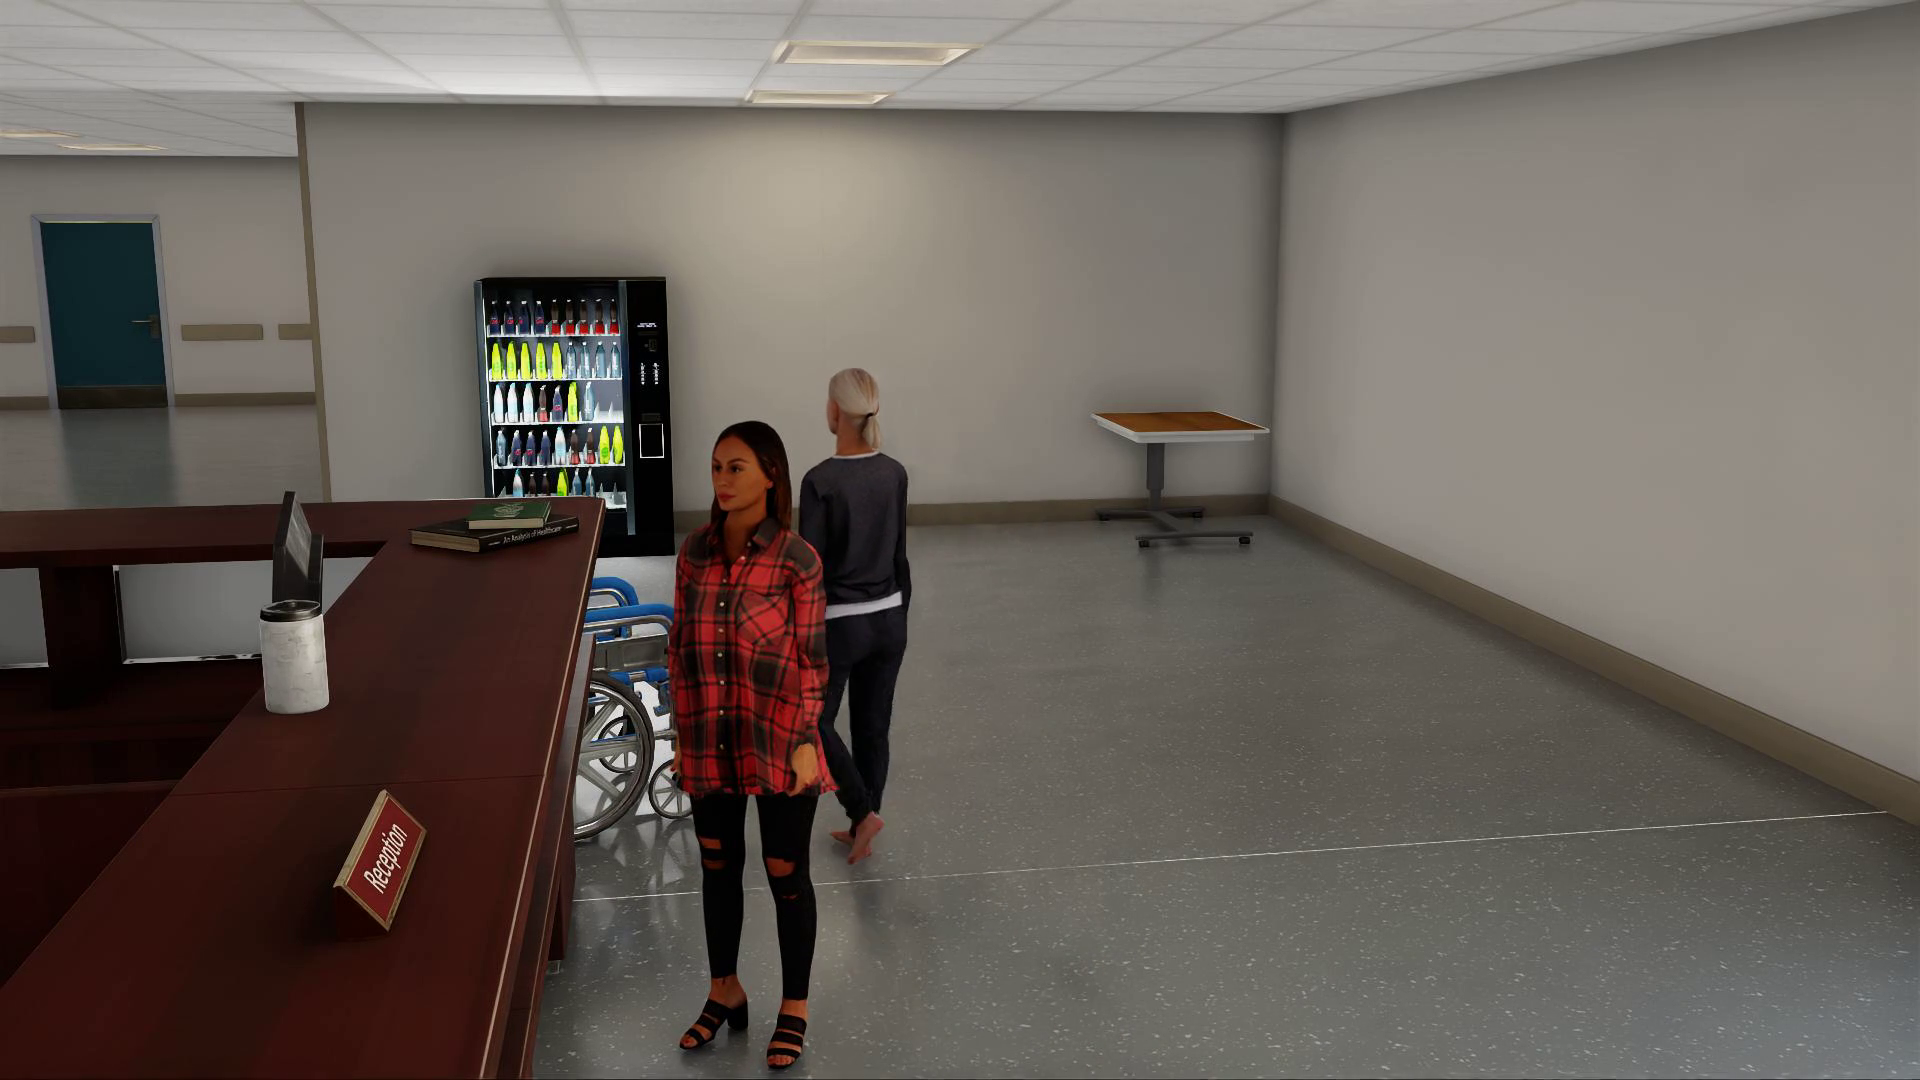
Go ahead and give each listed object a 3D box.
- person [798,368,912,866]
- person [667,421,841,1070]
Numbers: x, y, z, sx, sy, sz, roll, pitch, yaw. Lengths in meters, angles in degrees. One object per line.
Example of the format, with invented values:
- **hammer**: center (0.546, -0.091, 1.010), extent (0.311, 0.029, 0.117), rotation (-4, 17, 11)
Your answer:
- **person**: center (-0.321, 0.288, 5.611), extent (0.823, 1.714, 0.834), rotation (-7, 13, -31)
- **person**: center (-0.548, 0.531, 4.361), extent (0.665, 1.703, 0.761), rotation (5, 12, 23)
